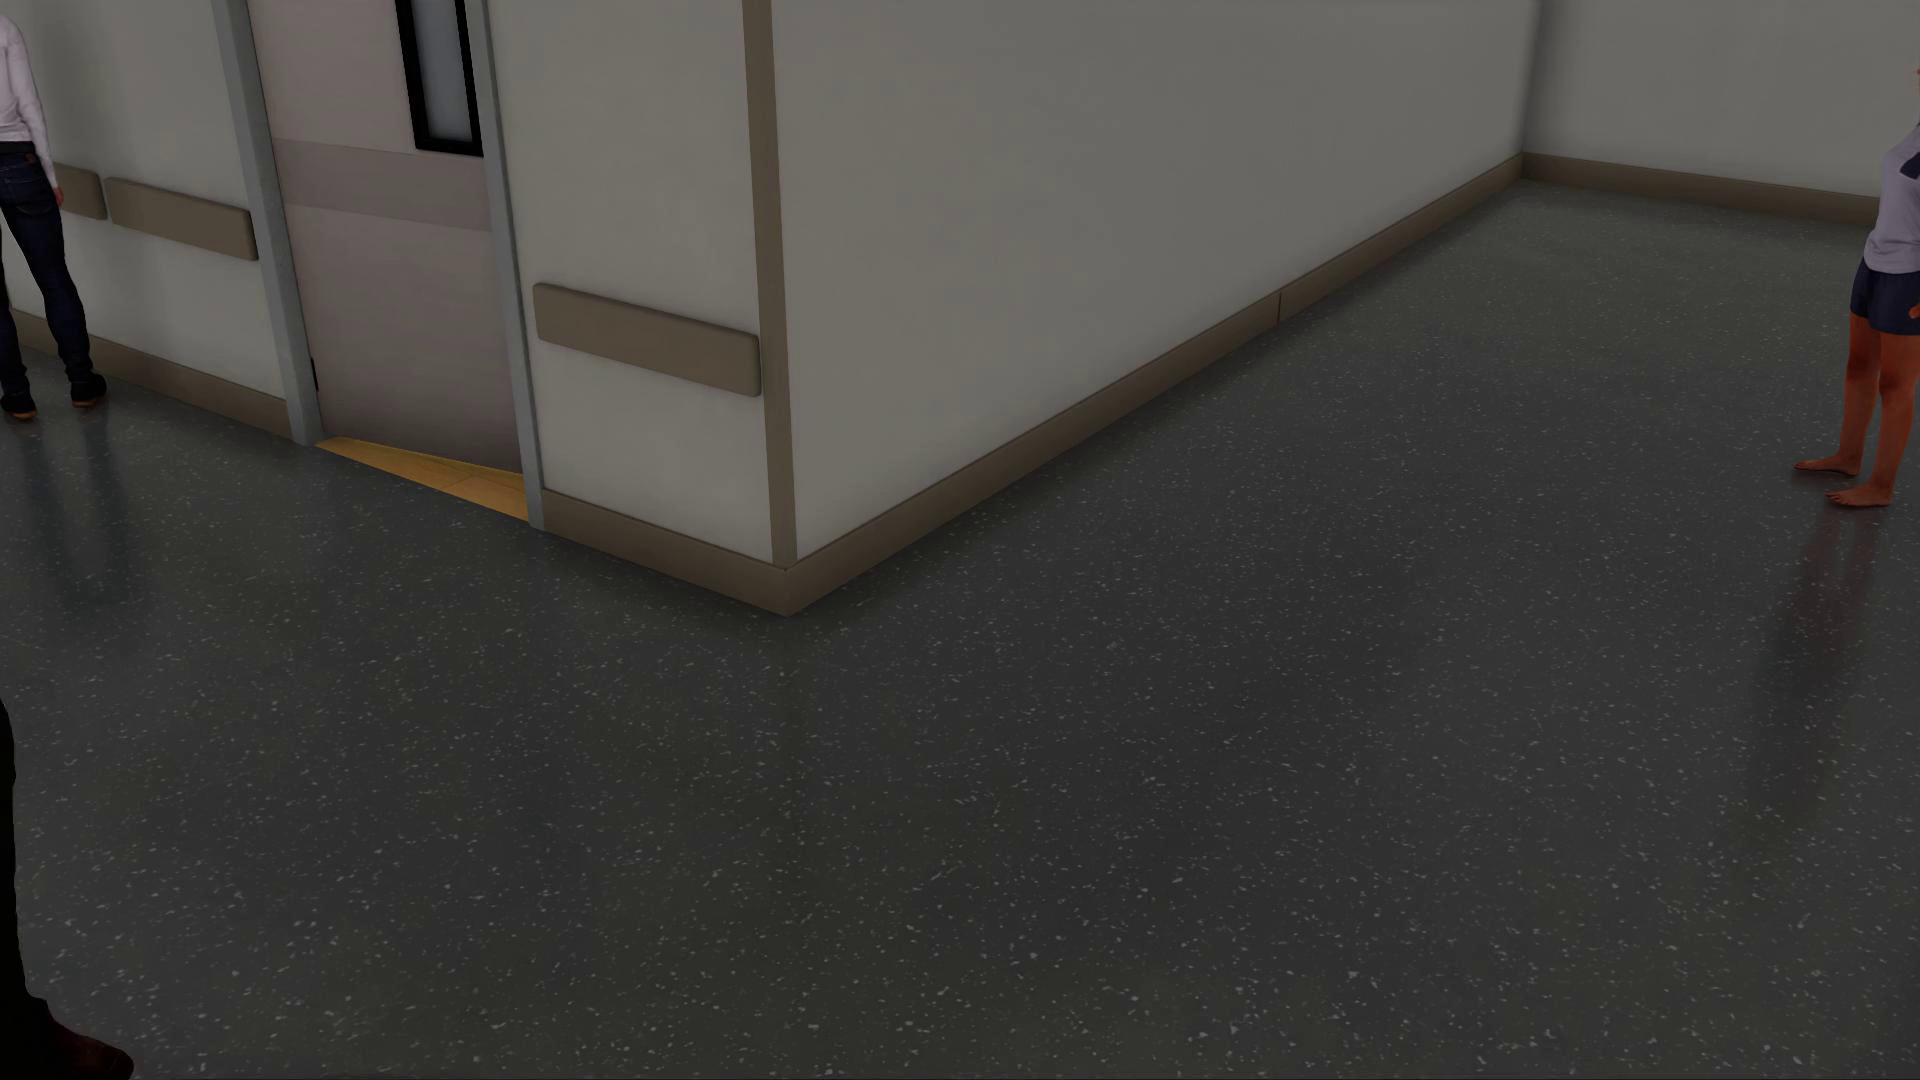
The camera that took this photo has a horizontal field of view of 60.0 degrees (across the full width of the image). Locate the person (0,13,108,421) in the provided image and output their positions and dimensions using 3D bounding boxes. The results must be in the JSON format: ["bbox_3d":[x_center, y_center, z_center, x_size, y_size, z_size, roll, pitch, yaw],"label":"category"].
[{"bbox_3d":[-3.689,-1.383,6.335,0.668,1.872,0.772,-13,29,-26],"label":"person"}]

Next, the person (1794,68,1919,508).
[{"bbox_3d":[3.243,-0.913,5.690,0.731,1.625,0.640,1,26,2],"label":"person"}]
